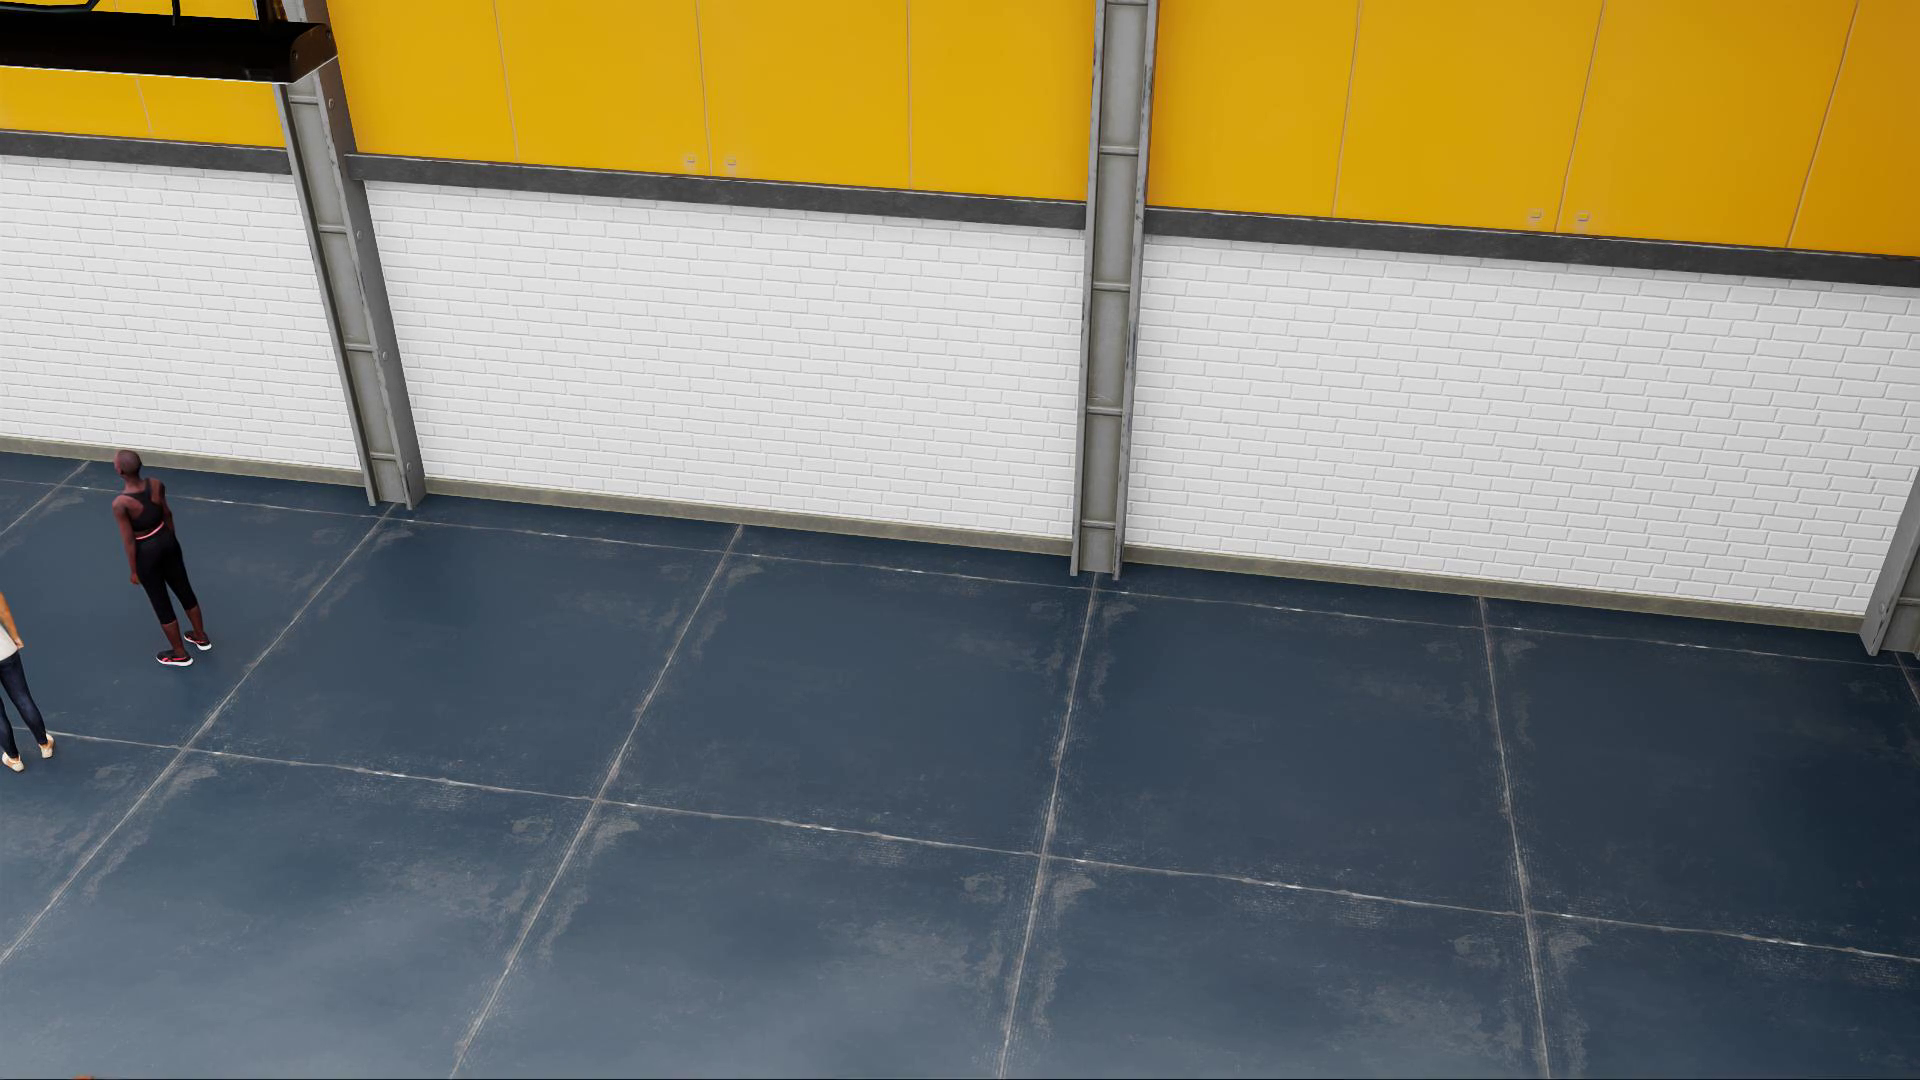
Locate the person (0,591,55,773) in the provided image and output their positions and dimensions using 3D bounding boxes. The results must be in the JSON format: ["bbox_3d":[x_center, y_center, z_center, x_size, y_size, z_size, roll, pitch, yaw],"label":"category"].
[{"bbox_3d":[-6.400,0.764,10.938,0.686,1.785,0.720,-27,42,-34],"label":"person"}]

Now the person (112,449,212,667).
[{"bbox_3d":[-5.760,0.114,11.940,0.607,1.758,0.629,14,36,20],"label":"person"}]
